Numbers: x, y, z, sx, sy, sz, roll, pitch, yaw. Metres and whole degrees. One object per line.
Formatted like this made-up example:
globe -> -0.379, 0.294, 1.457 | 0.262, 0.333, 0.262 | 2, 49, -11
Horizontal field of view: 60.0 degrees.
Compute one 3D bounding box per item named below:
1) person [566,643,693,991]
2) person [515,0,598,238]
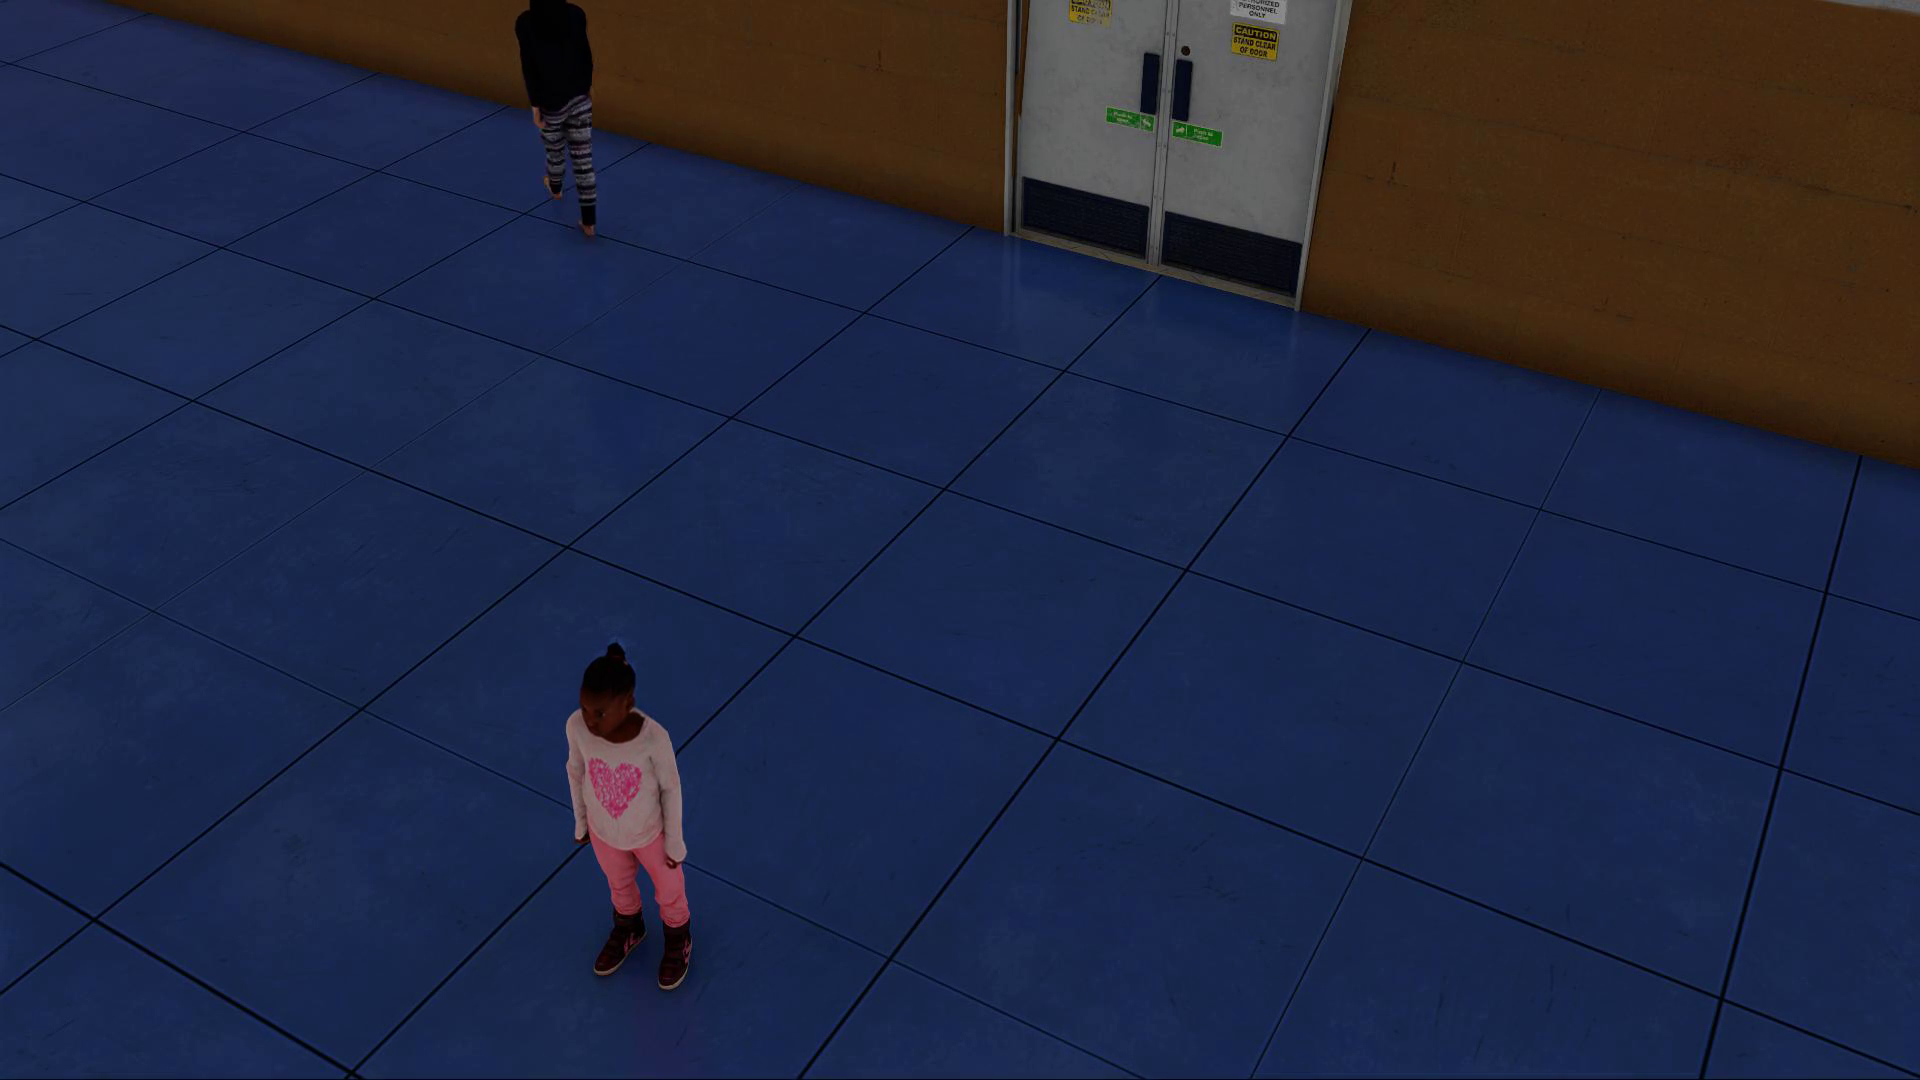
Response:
person -> -1.116, 0.938, 5.639 | 0.601, 1.444, 0.567 | 9, 38, 12
person -> -2.423, -2.683, 10.264 | 1.094, 1.684, 1.046 | -17, 40, -21
